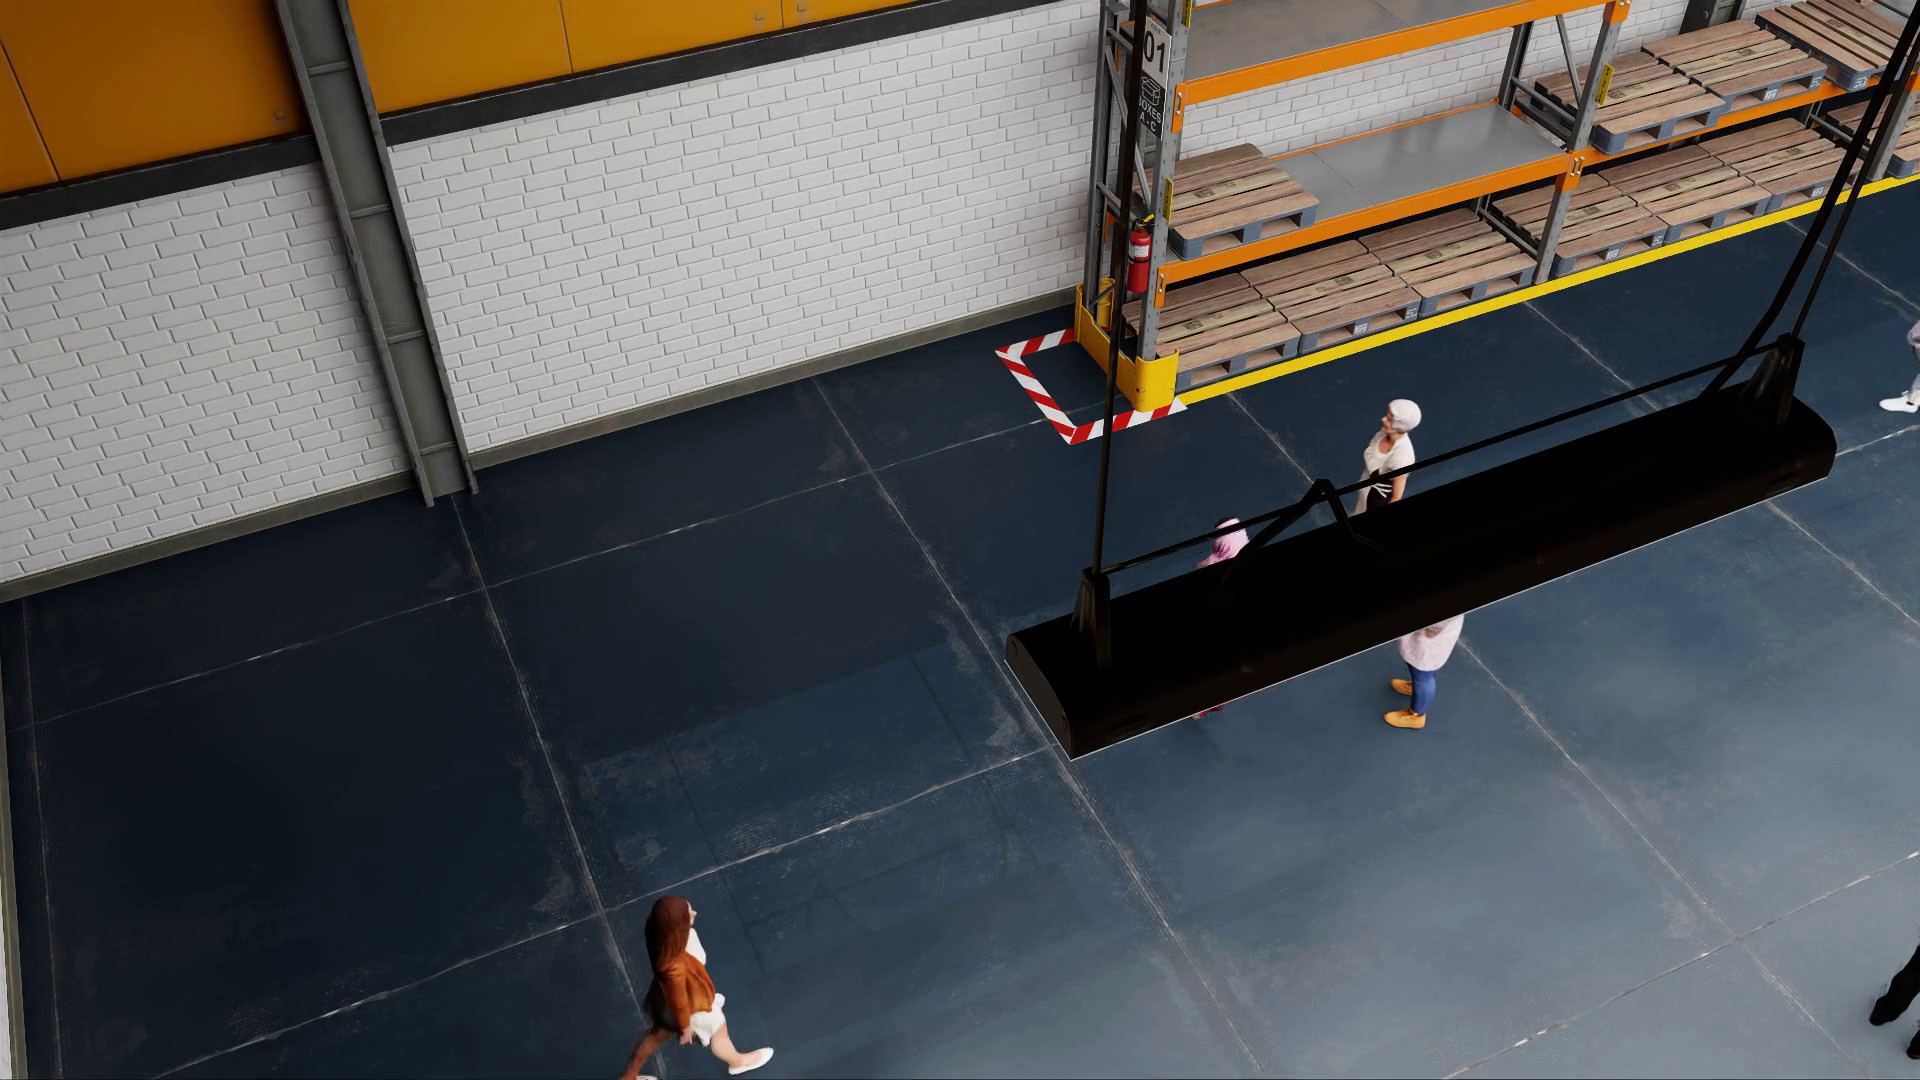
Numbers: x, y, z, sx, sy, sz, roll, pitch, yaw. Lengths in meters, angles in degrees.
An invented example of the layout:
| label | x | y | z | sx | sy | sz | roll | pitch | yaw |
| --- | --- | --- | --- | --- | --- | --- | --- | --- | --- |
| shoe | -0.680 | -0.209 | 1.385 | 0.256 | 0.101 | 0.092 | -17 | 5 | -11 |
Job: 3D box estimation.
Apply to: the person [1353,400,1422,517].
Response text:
| label | x | y | z | sx | sy | sz | roll | pitch | yaw |
| --- | --- | --- | --- | --- | --- | --- | --- | --- | --- |
| person | 2.852 | -0.243 | 11.222 | 0.670 | 1.755 | 0.698 | -1 | 44 | -1 |

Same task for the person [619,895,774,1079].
| label | x | y | z | sx | sy | sz | roll | pitch | yaw |
| --- | --- | --- | --- | --- | --- | --- | --- | --- | --- |
| person | -1.517 | 2.366 | 8.532 | 1.087 | 1.690 | 0.635 | -20 | 47 | -20 |

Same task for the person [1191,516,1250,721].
| label | x | y | z | sx | sy | sz | roll | pitch | yaw |
| --- | --- | --- | --- | --- | --- | --- | --- | --- | --- |
| person | 1.669 | 0.522 | 10.513 | 0.628 | 1.627 | 0.706 | -17 | 46 | -17 |
